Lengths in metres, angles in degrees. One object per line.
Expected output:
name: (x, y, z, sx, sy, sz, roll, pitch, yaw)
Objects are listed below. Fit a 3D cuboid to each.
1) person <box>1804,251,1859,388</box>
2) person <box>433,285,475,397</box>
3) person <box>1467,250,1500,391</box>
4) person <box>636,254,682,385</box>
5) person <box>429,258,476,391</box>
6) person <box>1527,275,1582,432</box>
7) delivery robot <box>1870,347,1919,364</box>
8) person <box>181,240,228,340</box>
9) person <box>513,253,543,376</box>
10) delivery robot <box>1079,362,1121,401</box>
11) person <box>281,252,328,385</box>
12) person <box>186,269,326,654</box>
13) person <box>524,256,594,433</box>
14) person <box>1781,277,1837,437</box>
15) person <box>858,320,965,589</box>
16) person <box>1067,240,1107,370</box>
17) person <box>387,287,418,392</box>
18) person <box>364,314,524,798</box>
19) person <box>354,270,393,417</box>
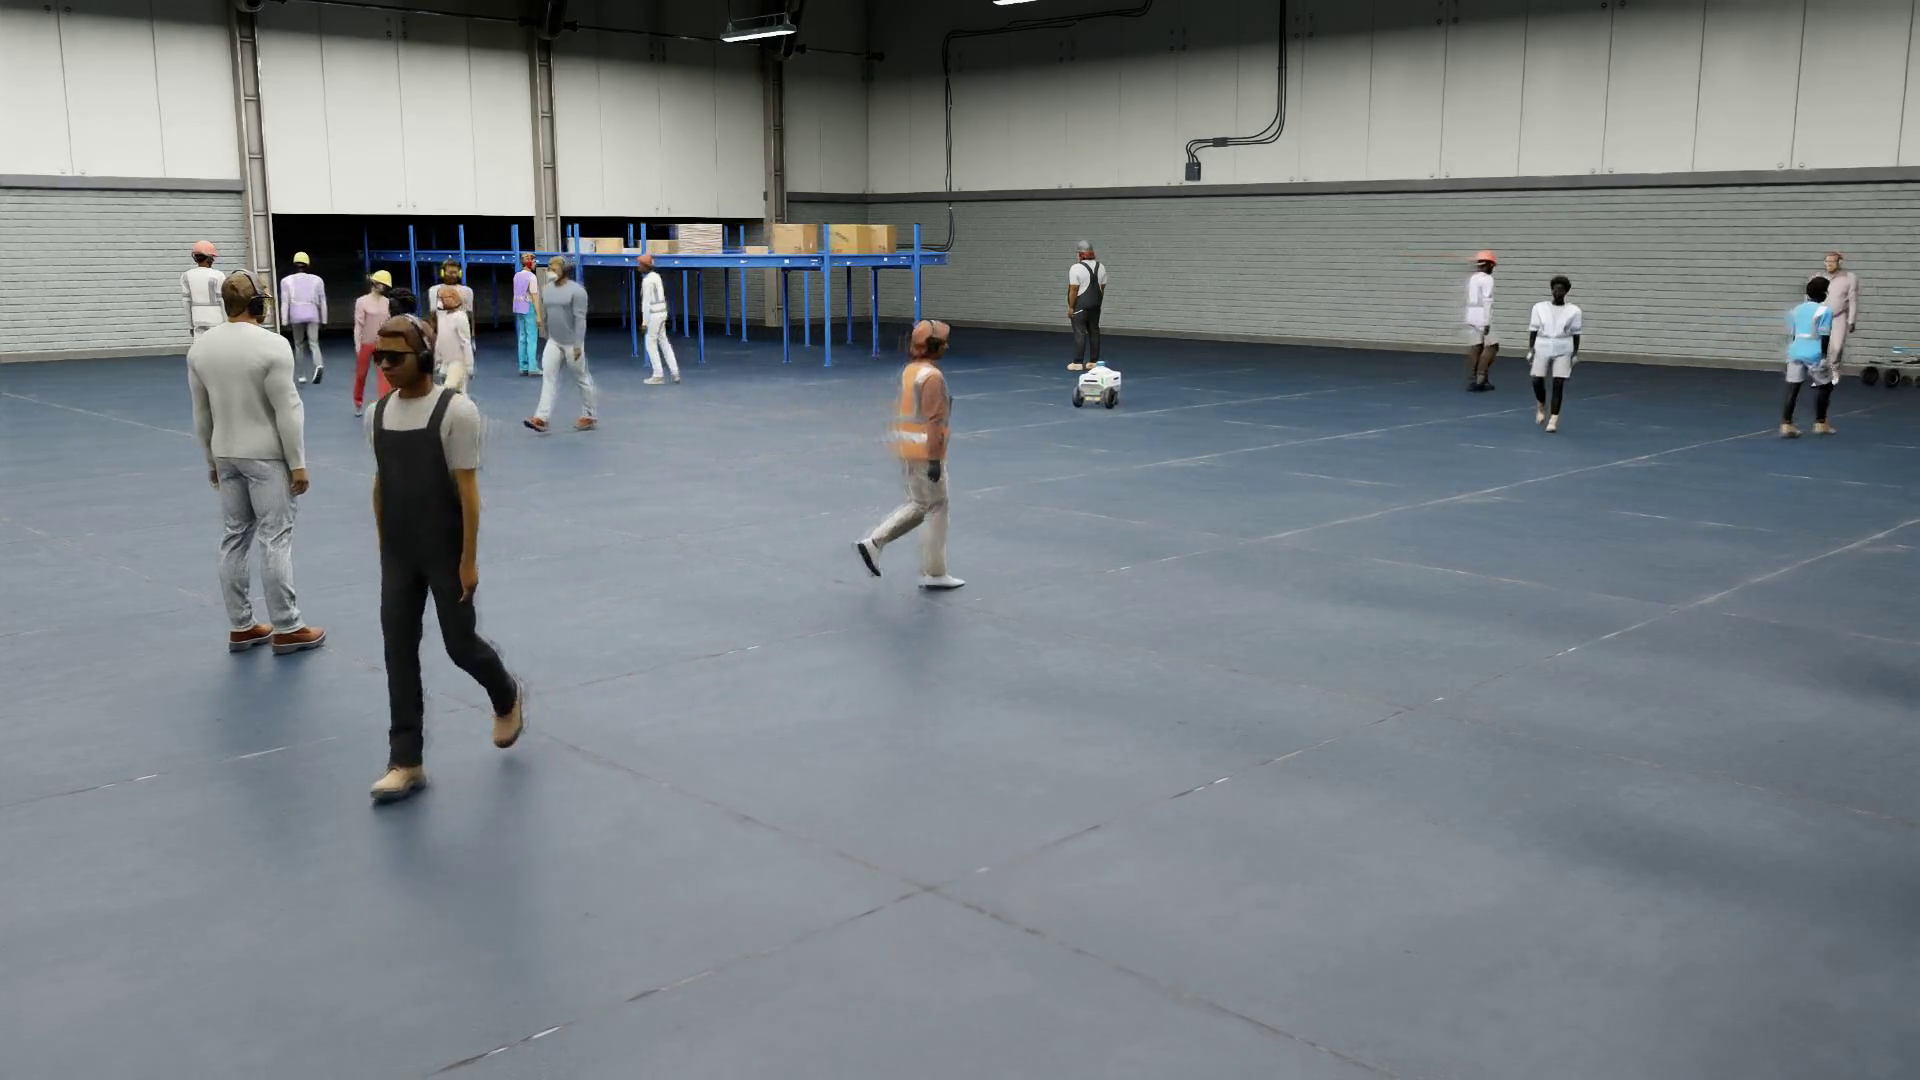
person: (12.044, -3.051, 23.064, 0.676, 1.889, 0.431, 8, 13, 36)
person: (-5.117, -1.718, 16.546, 0.665, 1.609, 0.534, -9, 14, -41)
person: (7.131, -2.976, 22.622, 0.463, 1.903, 0.591, -2, 11, -12)
person: (-4.271, -3.143, 23.710, 0.573, 1.847, 0.656, 2, 11, 9)
person: (-5.859, -2.317, 19.170, 0.540, 1.856, 0.572, -4, 11, -20)
person: (6.439, -2.026, 18.019, 0.556, 1.685, 0.419, 4, 11, 23)
delivery robot: (13.197, -2.604, 23.433, 0.698, 0.223, 0.335, -2, 11, -11)
person: (-9.450, -2.738, 20.948, 0.608, 2.046, 0.368, 2, 11, 8)
person: (-6.529, -3.400, 25.103, 0.570, 1.843, 0.372, 10, 14, 44)
delivery robot: (1.749, -1.979, 20.736, 0.477, 0.478, 0.707, 5, 11, 24)
person: (-9.334, -3.156, 23.693, 0.631, 1.886, 0.857, -5, 11, -25)
person: (-3.593, -0.397, 8.470, 0.627, 1.941, 0.373, 4, 11, 19)
person: (-4.298, -2.101, 17.899, 0.655, 1.883, 1.004, 5, 12, 26)
person: (8.974, -1.916, 17.441, 0.700, 1.667, 0.552, -3, 11, -18)
person: (-0.278, -0.500, 9.924, 0.542, 1.621, 0.515, -3, 11, -18)
person: (1.947, -3.698, 26.310, 0.683, 2.000, 0.538, -7, 13, -35)
person: (-4.432, -1.173, 13.364, 0.318, 1.697, 0.535, -10, 14, -43)
person: (-2.035, 0.032, 6.464, 0.518, 1.824, 0.777, 3, 11, 15)
person: (-6.858, -2.283, 19.406, 0.867, 1.708, 0.577, 9, 13, 39)
